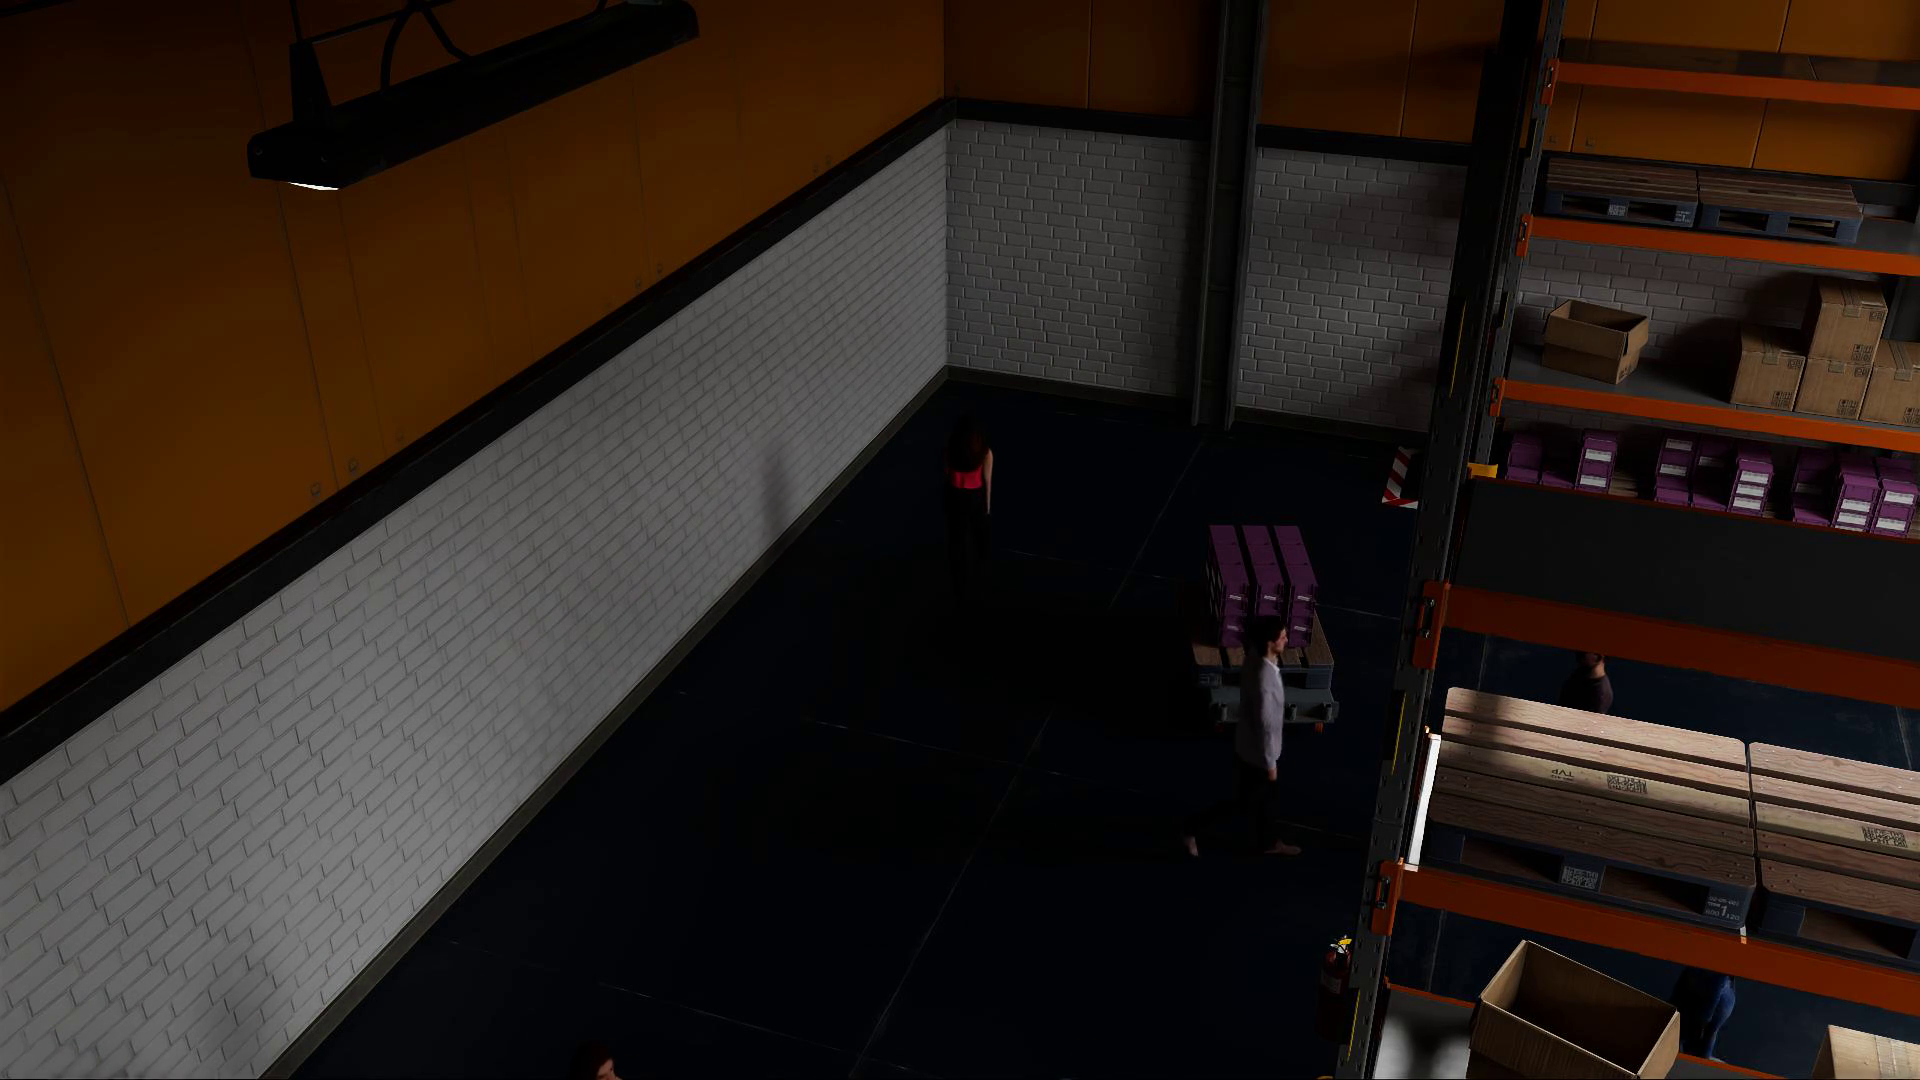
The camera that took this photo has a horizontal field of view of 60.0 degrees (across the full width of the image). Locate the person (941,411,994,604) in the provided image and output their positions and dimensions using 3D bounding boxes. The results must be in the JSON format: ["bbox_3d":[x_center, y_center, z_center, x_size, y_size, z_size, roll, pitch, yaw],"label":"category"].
[{"bbox_3d":[0.046,-0.250,13.675,0.995,1.633,0.833,1,29,2],"label":"person"}]

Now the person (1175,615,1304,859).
[{"bbox_3d":[1.826,1.305,10.618,1.123,1.830,0.796,4,29,8],"label":"person"}]
